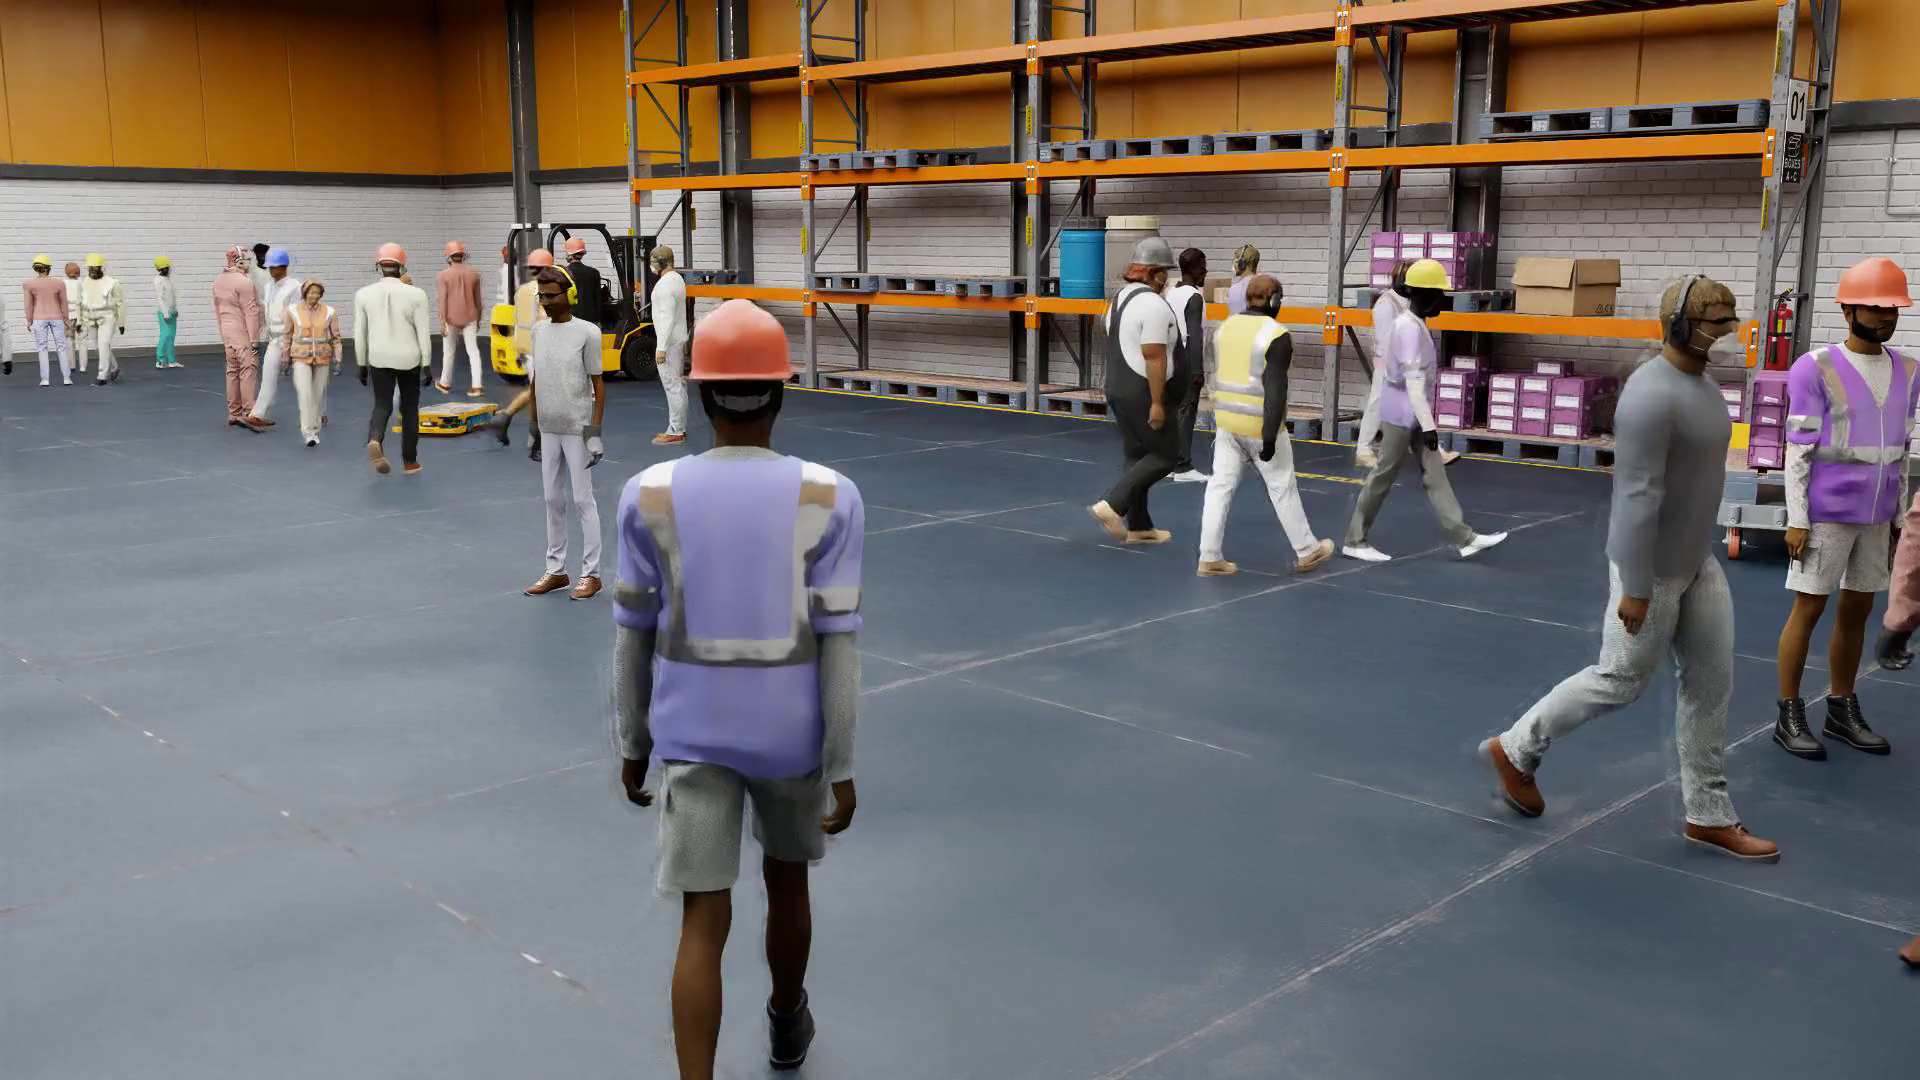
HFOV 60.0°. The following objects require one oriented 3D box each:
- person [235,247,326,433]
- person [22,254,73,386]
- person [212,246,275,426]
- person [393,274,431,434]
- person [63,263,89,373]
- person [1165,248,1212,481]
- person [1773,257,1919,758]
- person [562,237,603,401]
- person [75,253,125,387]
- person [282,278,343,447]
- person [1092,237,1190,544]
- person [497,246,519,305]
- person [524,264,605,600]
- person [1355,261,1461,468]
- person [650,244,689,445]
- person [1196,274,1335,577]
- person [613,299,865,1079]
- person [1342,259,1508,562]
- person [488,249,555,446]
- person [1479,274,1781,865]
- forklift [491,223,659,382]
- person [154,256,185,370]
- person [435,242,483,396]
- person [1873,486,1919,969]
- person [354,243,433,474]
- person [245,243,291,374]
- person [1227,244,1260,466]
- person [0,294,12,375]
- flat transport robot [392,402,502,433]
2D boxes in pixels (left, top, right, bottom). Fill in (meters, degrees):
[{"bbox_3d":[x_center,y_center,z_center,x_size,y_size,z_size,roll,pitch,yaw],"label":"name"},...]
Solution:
[{"bbox_3d":[-6.980,-2.043,17.091,0.616,1.886,1.005,5,12,27],"label":"person"},{"bbox_3d":[-12.268,-2.945,22.358,0.526,1.765,0.329,-6,12,-31],"label":"person"},{"bbox_3d":[-7.617,-2.159,17.684,0.654,1.906,0.406,8,13,37],"label":"person"},{"bbox_3d":[-5.641,-1.887,16.940,0.281,1.636,0.500,-10,14,-43],"label":"person"},{"bbox_3d":[-13.122,-3.300,24.689,0.545,1.604,0.790,-6,12,-28],"label":"person"},{"bbox_3d":[1.858,-1.443,13.749,0.376,1.917,0.600,-2,11,-13],"label":"person"},{"bbox_3d":[3.458,-0.115,6.452,0.545,1.938,0.360,-2,11,-12],"label":"person"},{"bbox_3d":[-4.646,-2.674,20.243,0.622,1.996,0.371,-8,13,-37],"label":"person"},{"bbox_3d":[-11.641,-3.000,22.579,0.587,1.802,0.888,1,10,3],"label":"person"},{"bbox_3d":[-6.168,-1.686,15.903,0.528,1.597,0.819,-7,12,-32],"label":"person"},{"bbox_3d":[1.176,-0.956,10.760,0.620,2.000,0.704,-3,11,-18],"label":"person"},{"bbox_3d":[-6.694,-3.404,24.622,0.376,1.857,0.679,-2,11,-10],"label":"person"},{"bbox_3d":[-2.214,-0.597,9.284,0.512,1.865,0.329,5,11,25],"label":"person"},{"bbox_3d":[3.829,-1.479,14.279,0.657,1.788,0.965,-10,14,-43],"label":"person"},{"bbox_3d":[-2.827,-1.889,16.140,0.373,1.935,0.627,0,10,1],"label":"person"},{"bbox_3d":[1.801,-0.677,9.922,0.918,1.785,0.620,-7,13,-35],"label":"person"},{"bbox_3d":[-0.488,0.426,3.650,0.563,1.894,0.995,0,10,-2],"label":"person"},{"bbox_3d":[2.854,-0.769,10.195,1.012,1.869,0.604,4,11,22],"label":"person"},{"bbox_3d":[-4.153,-1.831,15.928,0.555,1.904,0.870,9,14,42],"label":"person"},{"bbox_3d":[2.250,0.078,5.508,0.922,1.912,0.640,9,14,41],"label":"person"},{"bbox_3d":[-5.316,-3.263,22.920,2.313,2.155,1.214,-10,14,-44],"label":"forklift"},{"bbox_3d":[-12.046,-3.451,25.267,0.329,1.718,0.627,-1,10,-4],"label":"person"},{"bbox_3d":[-6.347,-2.797,21.077,0.651,1.933,1.041,-9,14,-41],"label":"person"},{"bbox_3d":[2.828,0.248,4.609,0.744,1.878,0.661,-2,11,-13],"label":"person"},{"bbox_3d":[-4.753,-1.491,13.902,0.631,1.968,0.796,-1,10,-4],"label":"person"},{"bbox_3d":[-10.287,-3.385,24.363,0.916,1.921,0.656,5,11,24],"label":"person"},{"bbox_3d":[2.525,-1.620,14.656,0.376,1.940,0.627,8,13,36],"label":"person"},{"bbox_3d":[-9.025,-1.662,15.189,0.665,1.814,0.744,-6,12,-31],"label":"person"},{"bbox_3d":[-5.301,-1.280,17.356,0.652,0.197,1.431,1,10,7],"label":"flat transport robot"}]
